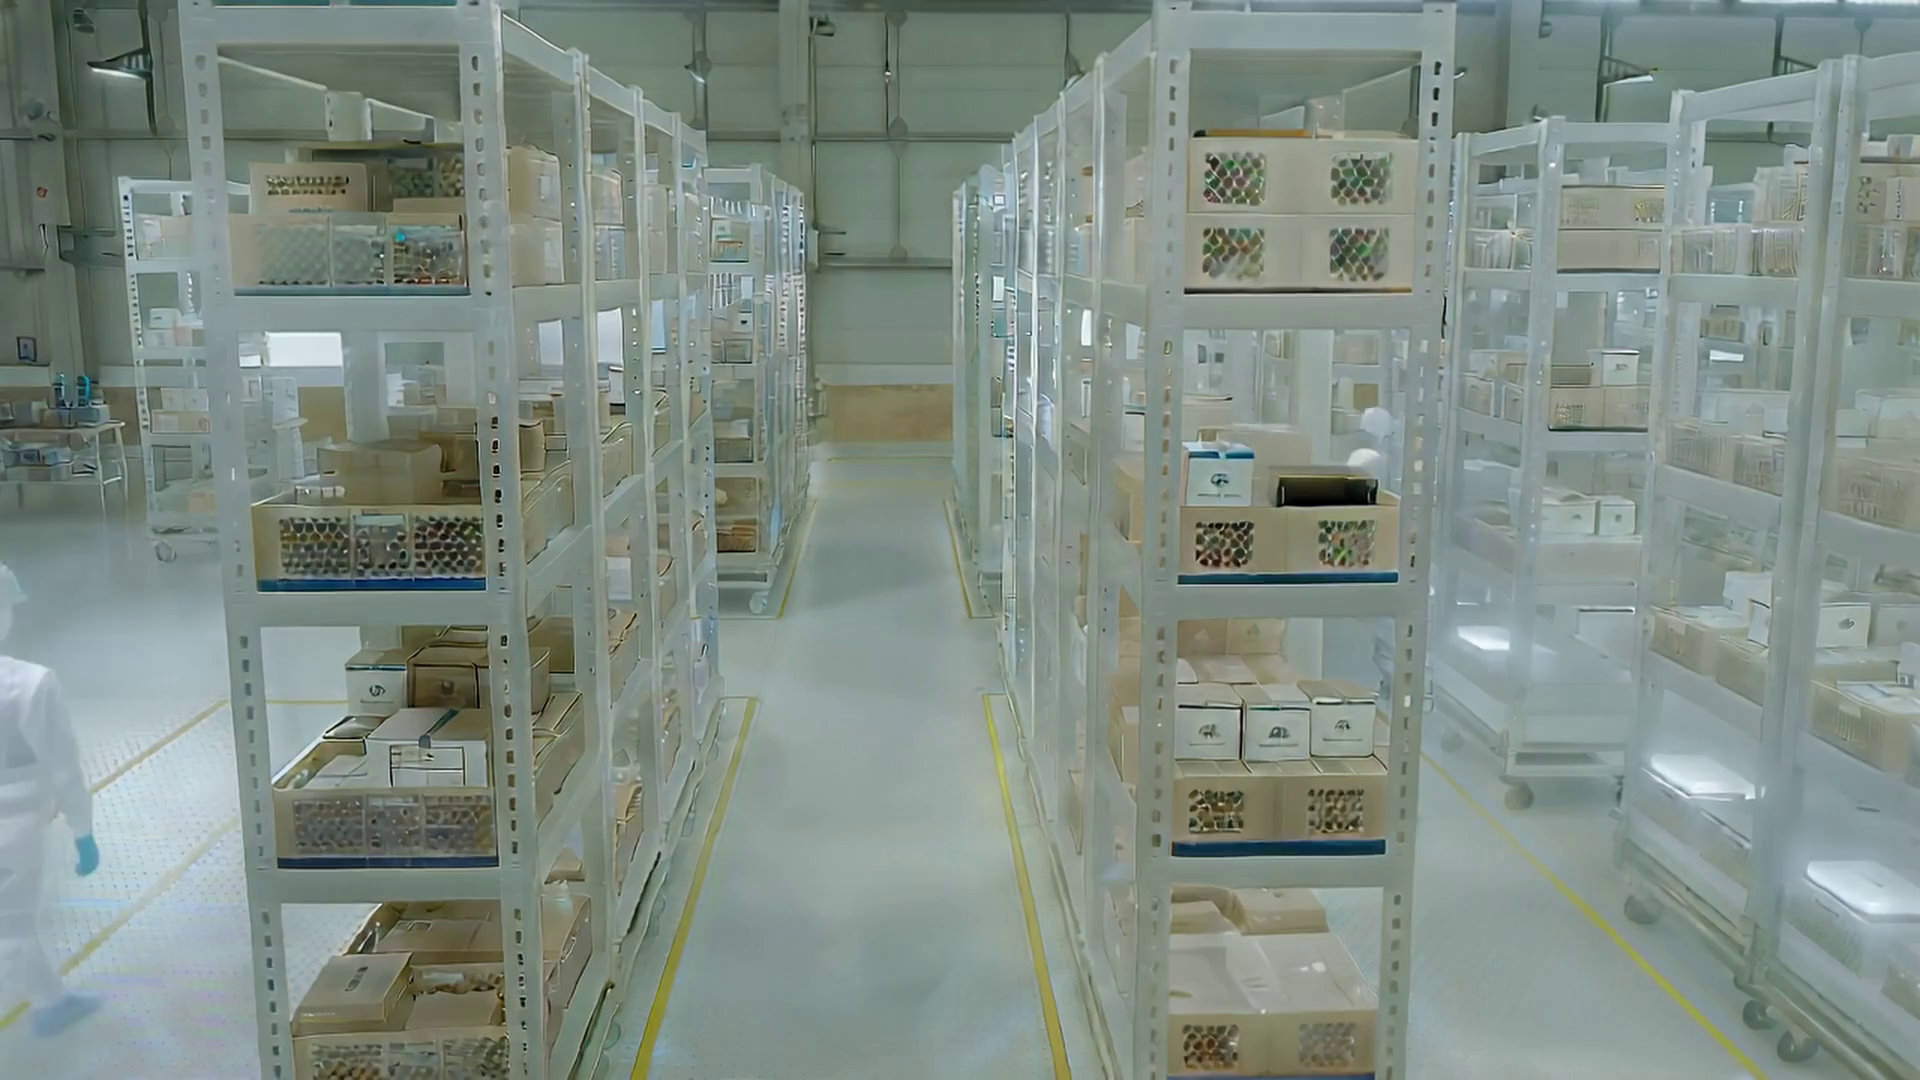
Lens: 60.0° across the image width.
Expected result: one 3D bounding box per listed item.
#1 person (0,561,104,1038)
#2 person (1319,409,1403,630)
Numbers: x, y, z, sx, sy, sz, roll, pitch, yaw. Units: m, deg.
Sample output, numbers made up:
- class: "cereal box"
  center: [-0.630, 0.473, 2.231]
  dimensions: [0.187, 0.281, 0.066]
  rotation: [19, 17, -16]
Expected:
- class: "person"
  center: [-3.409, 1.008, 5.860]
  dimensions: [0.638, 1.900, 1.011]
  rotation: [1, 10, 8]
- class: "person"
  center: [2.966, -0.068, 12.263]
  dimensions: [0.823, 1.805, 0.600]
  rotation: [-2, 10, -10]
